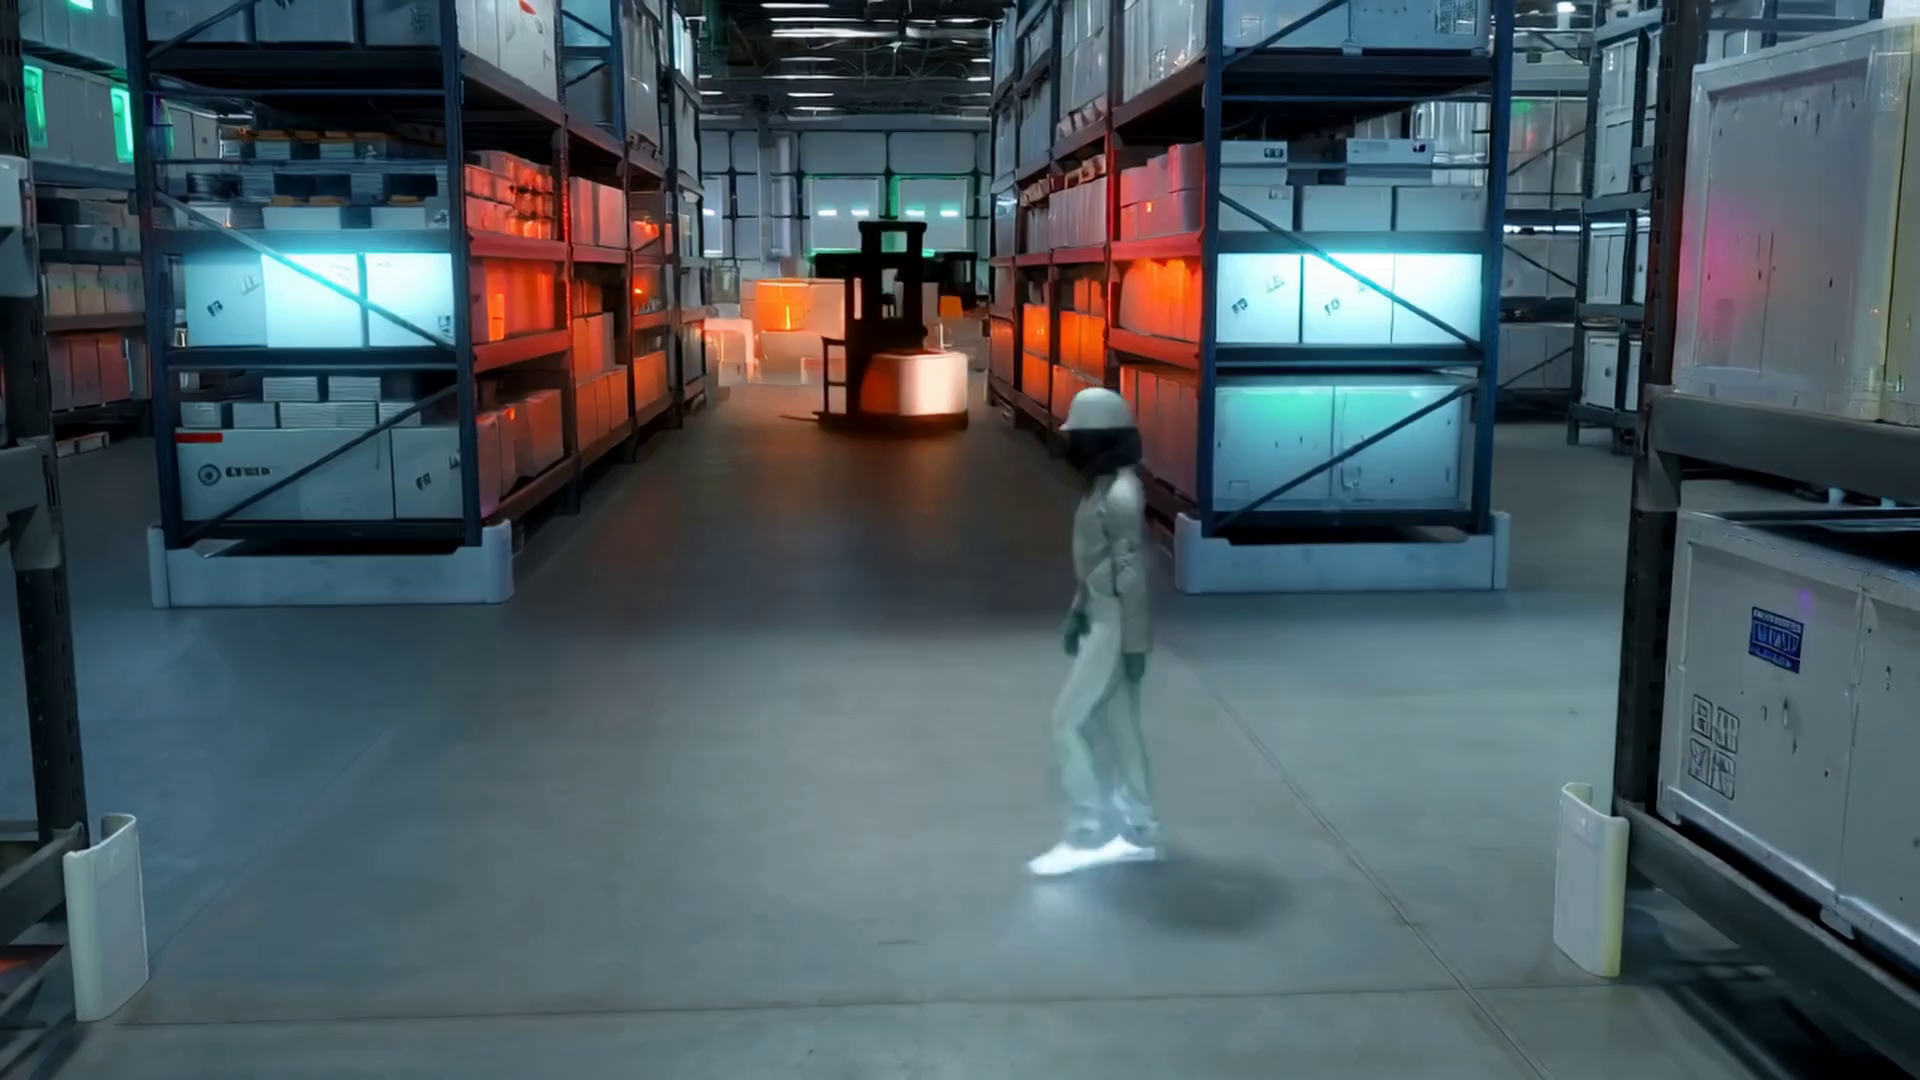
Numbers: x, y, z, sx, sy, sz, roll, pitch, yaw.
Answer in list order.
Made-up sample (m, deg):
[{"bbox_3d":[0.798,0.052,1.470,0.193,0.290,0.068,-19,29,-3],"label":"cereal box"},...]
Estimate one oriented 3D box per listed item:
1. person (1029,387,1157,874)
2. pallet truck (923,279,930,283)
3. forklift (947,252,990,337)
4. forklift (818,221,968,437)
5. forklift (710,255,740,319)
[{"bbox_3d":[0.444,0.325,5.879,0.624,1.721,0.516,-1,9,-5],"label":"person"},{"bbox_3d":[-0.932,-8.922,63.114,1.885,1.965,0.823,2,9,13],"label":"pallet truck"},{"bbox_3d":[0.093,-7.478,51.288,1.129,2.768,1.873,-5,11,-30],"label":"forklift"},{"bbox_3d":[-0.876,-2.845,22.192,1.129,2.768,1.873,-9,13,-44],"label":"forklift"},{"bbox_3d":[-8.366,-8.713,59.037,1.129,2.768,1.873,-1,9,-4],"label":"forklift"}]
